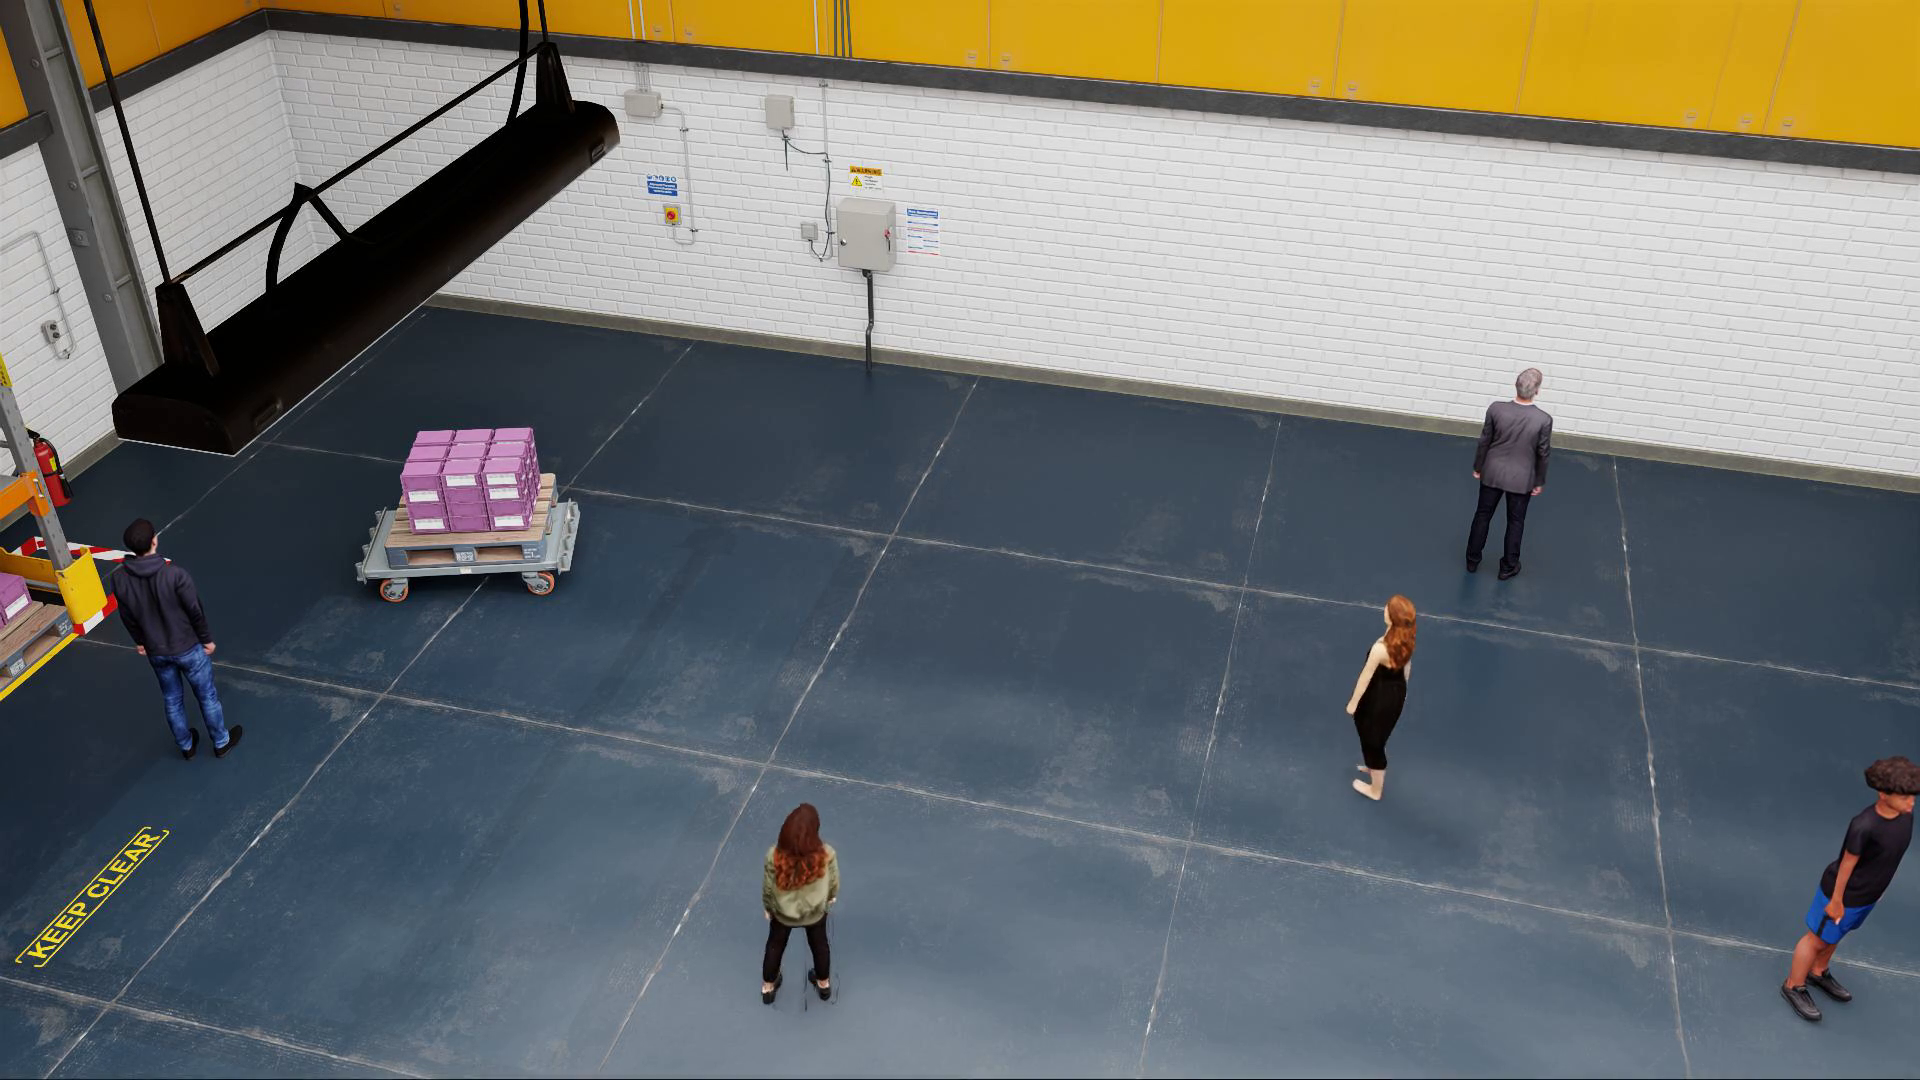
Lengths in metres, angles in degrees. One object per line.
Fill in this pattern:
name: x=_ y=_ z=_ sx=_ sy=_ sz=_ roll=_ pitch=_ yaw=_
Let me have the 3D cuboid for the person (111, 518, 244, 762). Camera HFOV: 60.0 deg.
person: x=-5.305 y=0.694 z=11.200 sx=0.745 sy=1.894 sz=0.695 roll=-3 pitch=34 yaw=-4

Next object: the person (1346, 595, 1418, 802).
person: x=2.826 y=1.088 z=10.859 sx=0.694 sy=1.616 sz=0.758 roll=-27 pitch=42 yaw=-35

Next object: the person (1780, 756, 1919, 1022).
person: x=5.054 y=1.939 z=9.413 sx=0.707 sy=1.799 sz=0.762 roll=-16 pitch=37 yaw=-23

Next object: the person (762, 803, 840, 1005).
person: x=-0.878 y=2.103 z=9.465 sx=0.710 sy=1.467 sz=0.664 roll=-8 pitch=34 yaw=-12

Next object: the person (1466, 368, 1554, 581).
person: x=4.323 y=-0.531 z=13.091 sx=0.776 sy=1.841 sz=0.673 roll=16 pitch=37 yaw=23
